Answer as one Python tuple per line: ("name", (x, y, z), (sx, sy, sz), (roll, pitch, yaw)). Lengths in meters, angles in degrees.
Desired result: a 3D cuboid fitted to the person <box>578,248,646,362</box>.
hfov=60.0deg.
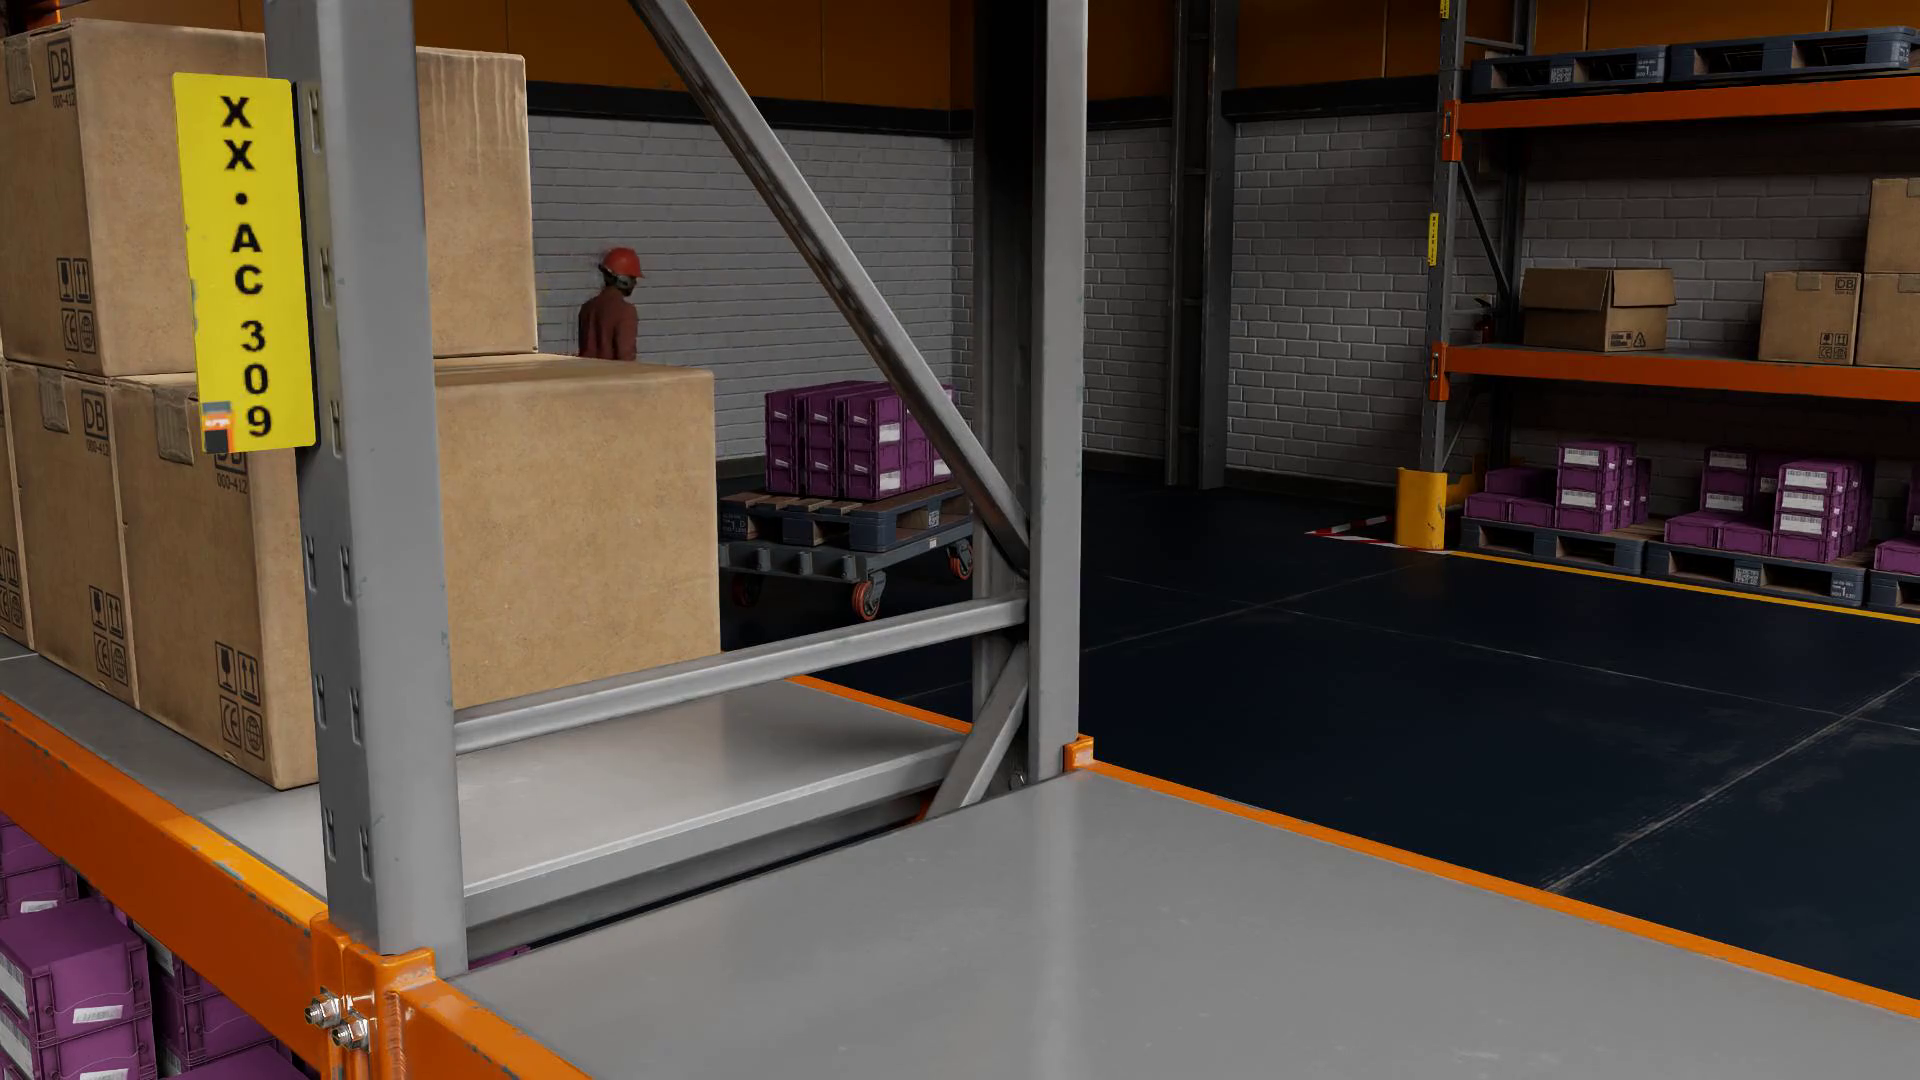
("person", (-2.342, -0.986, 11.208), (0.746, 1.925, 1.028), (9, 14, 40))
